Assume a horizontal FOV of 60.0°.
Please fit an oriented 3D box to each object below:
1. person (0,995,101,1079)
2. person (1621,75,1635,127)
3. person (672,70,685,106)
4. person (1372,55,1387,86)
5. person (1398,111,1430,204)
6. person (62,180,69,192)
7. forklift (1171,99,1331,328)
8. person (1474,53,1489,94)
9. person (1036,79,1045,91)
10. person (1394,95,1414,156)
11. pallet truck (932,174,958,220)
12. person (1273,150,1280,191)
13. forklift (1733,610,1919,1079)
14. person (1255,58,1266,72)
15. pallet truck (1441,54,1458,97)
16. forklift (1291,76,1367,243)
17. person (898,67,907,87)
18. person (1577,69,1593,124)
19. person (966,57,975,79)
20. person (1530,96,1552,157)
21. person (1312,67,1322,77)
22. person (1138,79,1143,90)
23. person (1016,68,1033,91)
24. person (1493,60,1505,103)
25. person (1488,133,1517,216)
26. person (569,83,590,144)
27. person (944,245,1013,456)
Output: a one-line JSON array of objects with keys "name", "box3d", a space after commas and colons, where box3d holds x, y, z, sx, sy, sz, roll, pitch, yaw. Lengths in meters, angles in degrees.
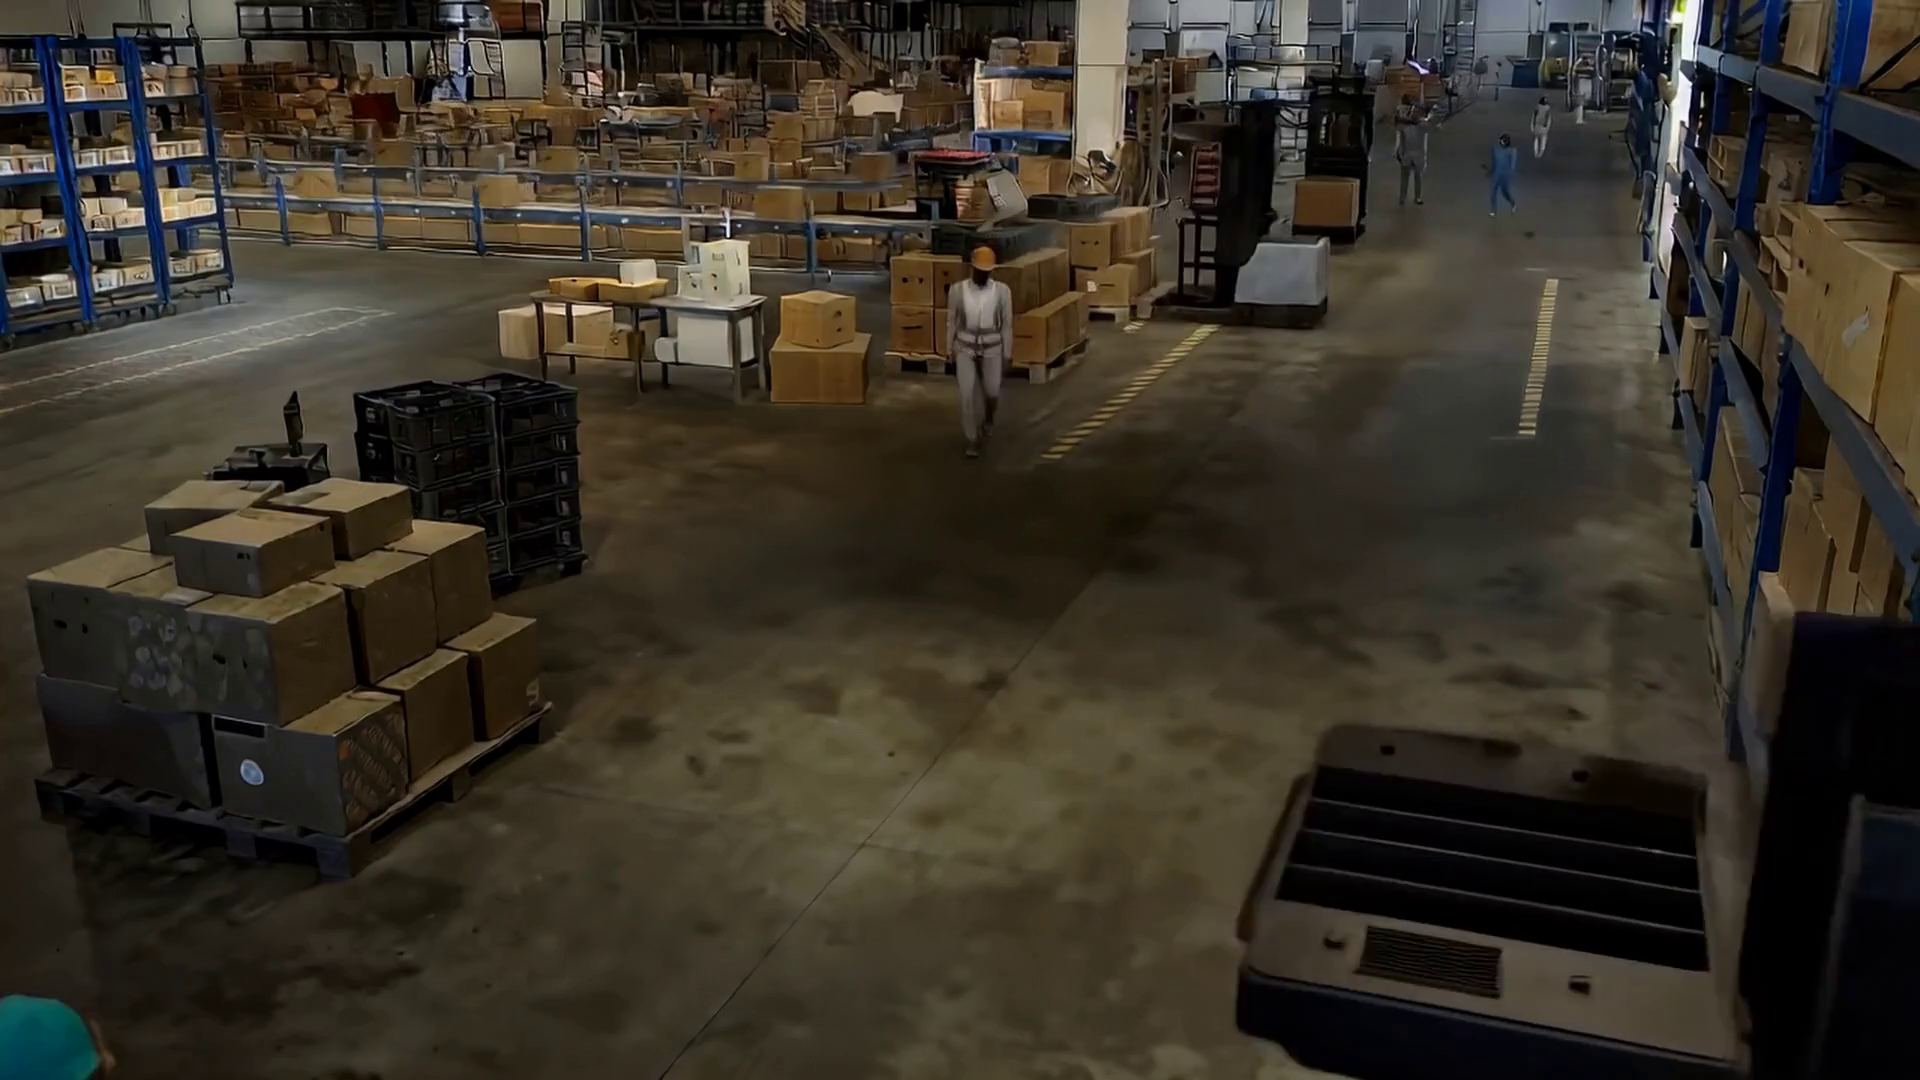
[{"name": "person", "box3d": [-1.973, 1.892, 3.844, 1.043, 1.884, 0.549, 10, 20, 28]}, {"name": "person", "box3d": [21.507, -13.962, 53.534, 0.572, 1.943, 0.628, 12, 21, 33]}, {"name": "person", "box3d": [-10.821, -17.189, 63.982, 0.551, 1.752, 0.376, -11, 21, -30]}, {"name": "person", "box3d": [21.887, -24.307, 86.381, 0.824, 1.736, 0.523, 5, 18, 15]}, {"name": "person", "box3d": [9.560, -8.059, 35.079, 0.643, 1.901, 0.396, 5, 18, 15]}, {"name": "person", "box3d": [-15.378, -5.872, 28.178, 0.407, 1.913, 0.641, 14, 22, 37]}, {"name": "forklift", "box3d": [3.834, -4.258, 21.535, 1.873, 2.768, 1.129, 6, 19, 19]}, {"name": "person", "box3d": [25.444, -22.734, 81.084, 0.647, 1.950, 0.962, 3, 18, 8]}, {"name": "person", "box3d": [3.218, -18.562, 67.873, 0.709, 2.025, 0.612, 5, 18, 15]}, {"name": "person", "box3d": [12.496, -11.676, 46.832, 0.548, 1.646, 0.887, 7, 19, 20]}, {"name": "pallet truck", "box3d": [-0.507, -5.292, 27.348, 0.653, 1.274, 1.630, 6, 19, 19]}, {"name": "person", "box3d": [5.636, -6.702, 31.000, 0.615, 1.787, 0.940, 6, 19, 17]}, {"name": "forklift", "box3d": [1.608, 1.593, 3.150, 1.873, 2.768, 1.129, 6, 19, 19]}, {"name": "person", "box3d": [16.321, -25.719, 90.557, 0.627, 1.898, 0.472, -1, 18, -3]}, {"name": "pallet truck", "box3d": [22.765, -21.886, 78.355, 0.823, 1.965, 1.885, -4, 18, -14]}, {"name": "forklift", "box3d": [6.598, -6.755, 29.381, 1.129, 2.768, 1.873, 6, 19, 19]}, {"name": "person", "box3d": [-2.266, -17.270, 64.058, 0.467, 1.866, 0.615, 10, 20, 28]}, {"name": "person", "box3d": [22.494, -15.935, 59.779, 0.399, 1.928, 0.542, 3, 18, 9]}, {"name": "person", "box3d": [0.605, -21.187, 76.336, 0.906, 1.890, 0.598, -7, 19, -21]}, {"name": "person", "box3d": [16.083, -11.429, 46.032, 0.594, 1.665, 0.717, 10, 20, 30]}, {"name": "person", "box3d": [15.292, -19.568, 71.288, 0.532, 1.865, 0.306, -7, 19, -22]}, {"name": "person", "box3d": [8.538, -21.553, 77.465, 0.941, 1.908, 0.630, -4, 18, -13]}, {"name": "person", "box3d": [2.497, -17.433, 64.294, 0.700, 2.000, 0.827, -3, 18, -11]}, {"name": "person", "box3d": [23.961, -20.389, 73.915, 0.429, 1.838, 0.620, 2, 18, 8]}, {"name": "person", "box3d": [10.830, -7.257, 33.027, 0.635, 1.612, 0.500, -12, 21, -34]}, {"name": "person", "box3d": [-11.779, -12.943, 50.519, 0.881, 1.842, 0.507, 0, 18, 1]}, {"name": "person", "box3d": [0.166, -1.716, 15.097, 0.633, 1.925, 0.448, 0, 18, -1]}]
